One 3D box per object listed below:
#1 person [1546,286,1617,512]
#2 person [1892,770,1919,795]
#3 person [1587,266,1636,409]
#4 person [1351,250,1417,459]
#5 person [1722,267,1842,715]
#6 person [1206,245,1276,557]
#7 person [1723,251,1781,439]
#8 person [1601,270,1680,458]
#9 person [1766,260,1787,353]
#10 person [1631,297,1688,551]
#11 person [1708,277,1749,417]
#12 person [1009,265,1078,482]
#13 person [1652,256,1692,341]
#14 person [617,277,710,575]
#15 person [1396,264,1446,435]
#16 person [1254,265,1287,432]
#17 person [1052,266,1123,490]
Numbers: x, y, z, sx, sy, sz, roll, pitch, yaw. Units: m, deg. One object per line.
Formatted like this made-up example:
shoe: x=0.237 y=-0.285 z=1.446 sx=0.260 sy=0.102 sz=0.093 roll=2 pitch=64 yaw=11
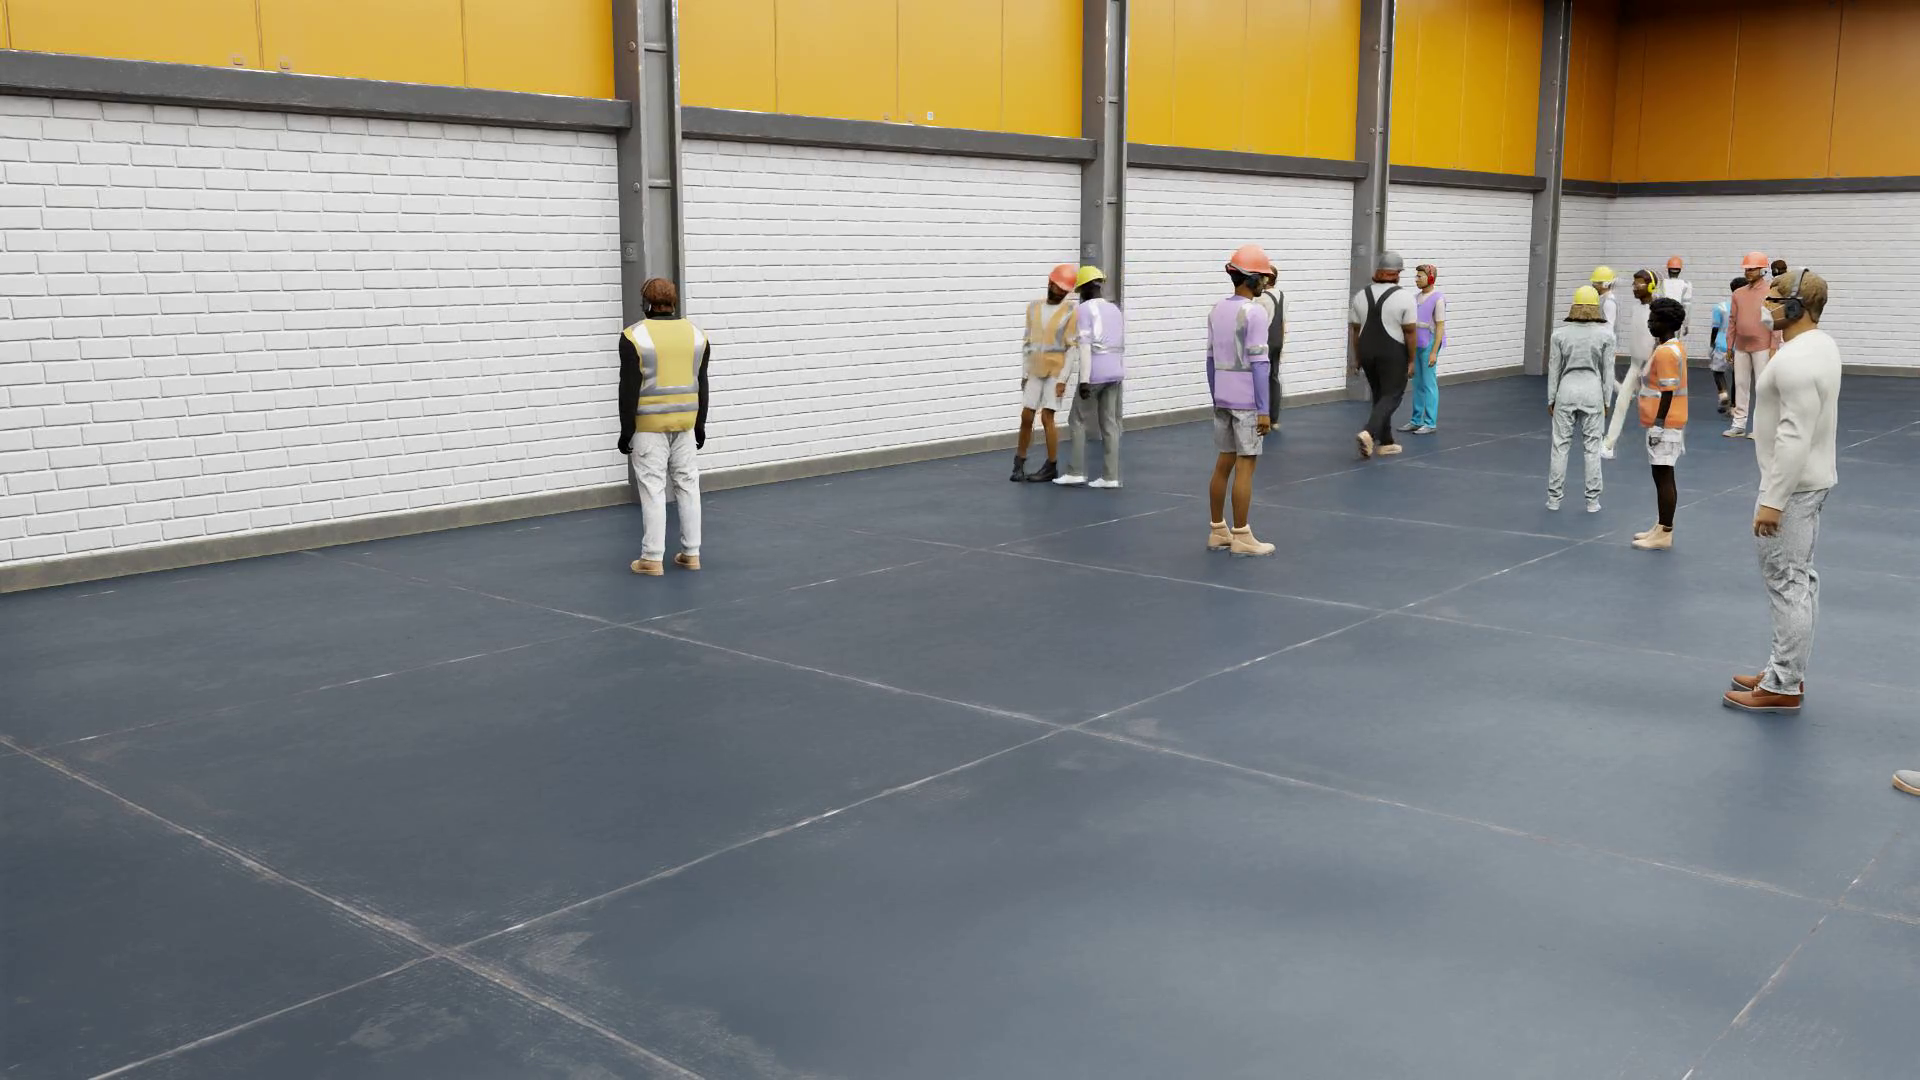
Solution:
person: x=4.793 y=-1.088 z=12.859 sx=0.483 sy=1.735 sz=0.340 roll=4 pitch=11 yaw=24
person: x=3.733 y=0.024 z=6.088 sx=0.586 sy=1.882 sz=0.340 roll=-7 pitch=12 yaw=-34
person: x=7.673 y=-2.350 z=19.805 sx=0.754 sy=1.811 sz=0.598 roll=2 pitch=10 yaw=13
person: x=4.078 y=-1.803 z=16.046 sx=0.888 sy=2.000 sz=0.687 roll=-9 pitch=13 yaw=-40
person: x=3.607 y=-0.208 z=7.254 sx=0.370 sy=1.940 sz=0.627 roll=7 pitch=12 yaw=34
person: x=1.876 y=-0.913 z=10.975 sx=0.387 sy=2.039 sz=0.616 roll=-4 pitch=11 yaw=-23
person: x=8.434 y=-2.065 z=17.712 sx=0.396 sy=1.989 sz=0.619 roll=-6 pitch=11 yaw=-29
person: x=6.571 y=-1.671 z=15.966 sx=0.995 sy=1.817 sz=0.517 roll=-4 pitch=11 yaw=-19
person: x=12.896 y=-3.499 z=26.290 sx=0.621 sy=1.838 sz=0.429 roll=-4 pitch=11 yaw=-24
person: x=4.722 y=-0.780 z=11.193 sx=0.316 sy=1.697 sz=0.540 roll=5 pitch=11 yaw=26
person: x=9.242 y=-2.295 z=19.851 sx=0.542 sy=1.680 sz=0.424 roll=3 pitch=10 yaw=16
person: x=0.739 y=-1.429 z=14.388 sx=0.644 sy=1.882 sz=0.383 roll=7 pitch=12 yaw=36
person: x=10.671 y=-3.302 z=24.980 sx=0.552 sy=1.906 sz=0.905 roll=2 pitch=10 yaw=14
person: x=-1.857 y=-0.704 z=10.357 sx=0.636 sy=1.842 sz=0.429 roll=-9 pitch=13 yaw=-41
person: x=5.078 y=-2.074 z=18.141 sx=0.389 sy=1.847 sz=0.567 roll=-3 pitch=10 yaw=-16
person: x=3.393 y=-2.104 z=18.354 sx=0.546 sy=1.838 sz=0.344 roll=-9 pitch=13 yaw=-40
person: x=1.115 y=-1.368 z=14.063 sx=0.725 sy=1.864 sz=0.652 roll=10 pitch=14 yaw=43
